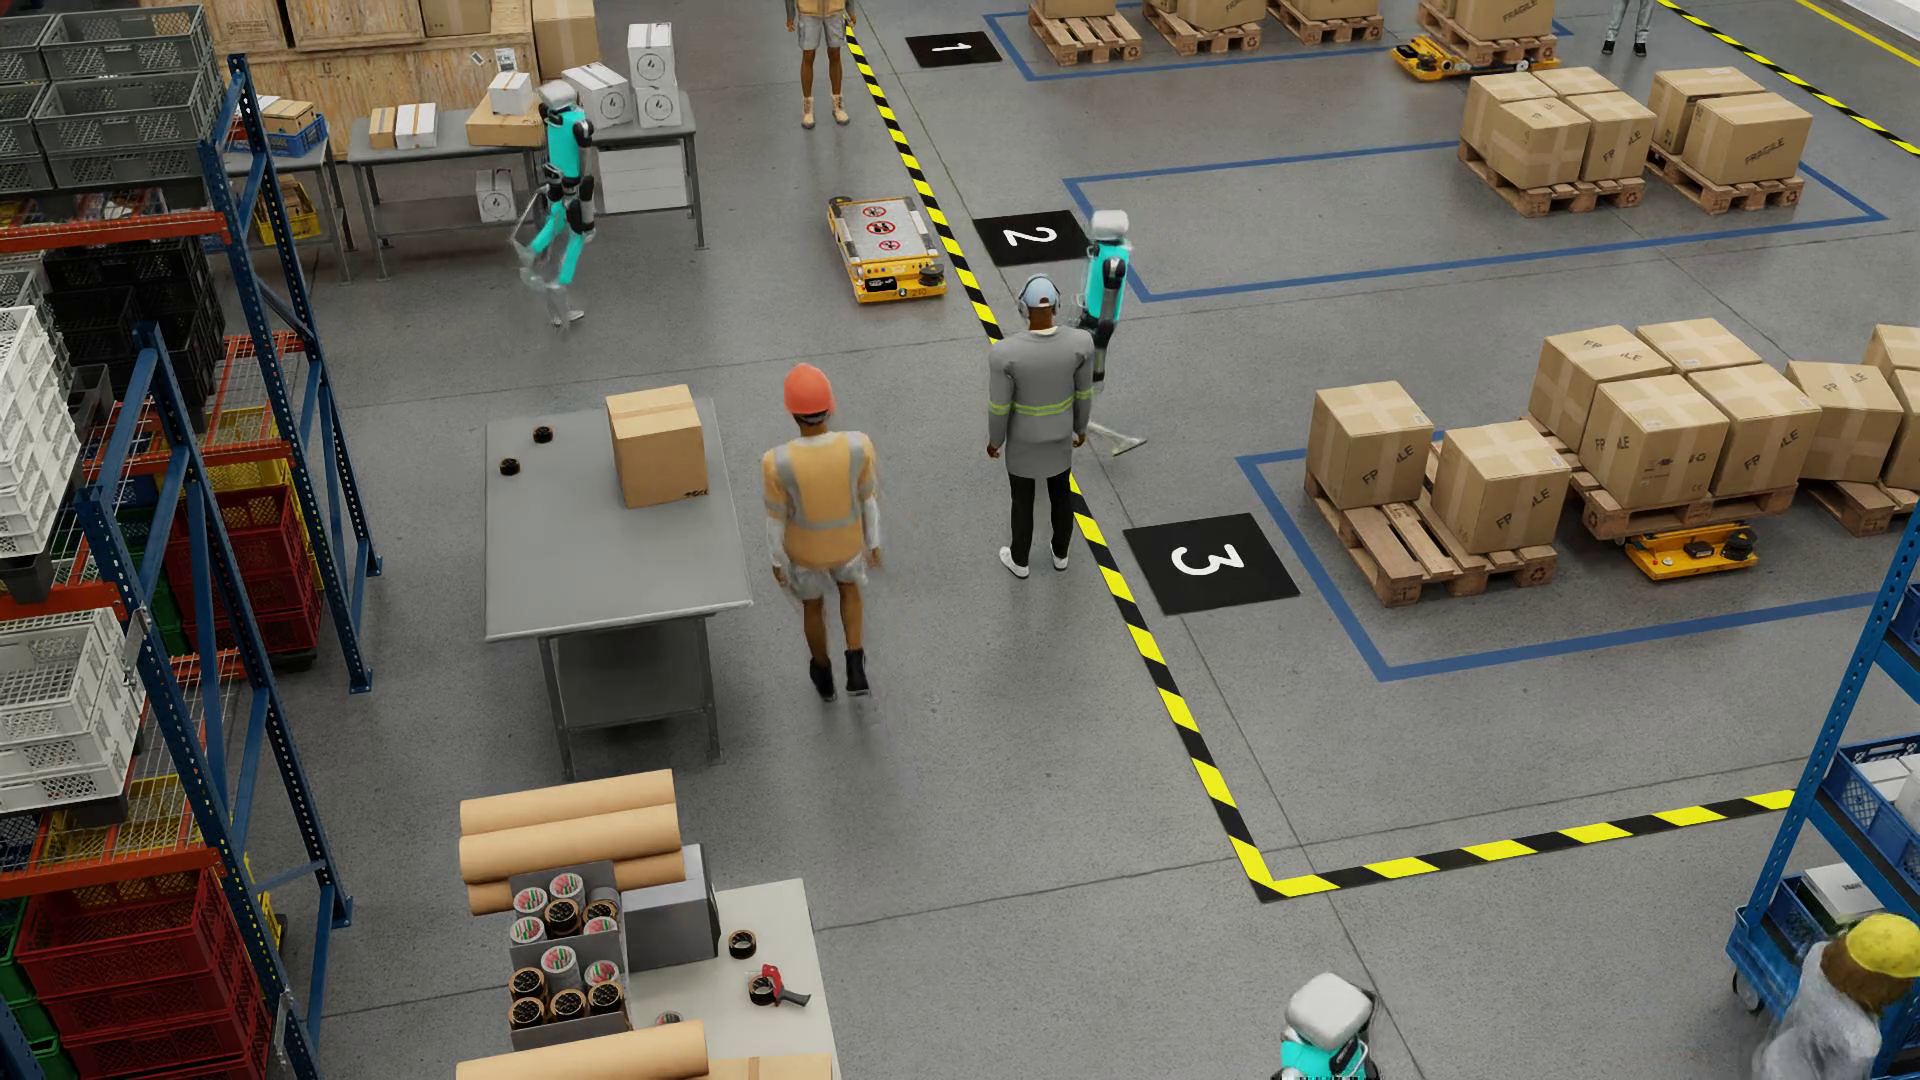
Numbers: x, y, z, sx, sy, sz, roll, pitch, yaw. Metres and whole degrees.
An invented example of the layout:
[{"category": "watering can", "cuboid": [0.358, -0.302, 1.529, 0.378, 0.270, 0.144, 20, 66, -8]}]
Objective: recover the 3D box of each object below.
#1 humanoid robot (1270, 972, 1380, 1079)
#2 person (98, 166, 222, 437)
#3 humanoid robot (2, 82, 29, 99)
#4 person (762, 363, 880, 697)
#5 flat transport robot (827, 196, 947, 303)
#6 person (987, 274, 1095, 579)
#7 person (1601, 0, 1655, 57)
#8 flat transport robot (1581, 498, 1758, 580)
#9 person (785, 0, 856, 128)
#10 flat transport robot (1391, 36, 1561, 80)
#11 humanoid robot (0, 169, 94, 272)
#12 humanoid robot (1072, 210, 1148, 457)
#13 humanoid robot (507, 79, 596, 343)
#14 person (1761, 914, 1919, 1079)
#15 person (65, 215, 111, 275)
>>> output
[{"category": "humanoid robot", "cuboid": [1.437, 2.215, 5.384, 0.996, 1.740, 0.561, 25, 43, 29]}, {"category": "person", "cuboid": [-4.950, -1.474, 10.226, 0.506, 1.838, 0.336, 26, 44, 30]}, {"category": "humanoid robot", "cuboid": [-7.278, -3.498, 12.909, 0.735, 1.681, 0.533, -18, 40, -23]}, {"category": "person", "cuboid": [-0.667, 0.012, 8.149, 0.569, 1.920, 0.472, -9, 38, -12]}, {"category": "flat transport robot", "cuboid": [-0.570, -2.220, 12.538, 0.659, 0.231, 1.431, -8, 37, -10]}, {"category": "person", "cuboid": [0.421, -0.610, 9.049, 0.588, 1.849, 0.394, -9, 38, -12]}, {"category": "person", "cuboid": [6.444, -5.466, 15.586, 0.589, 1.837, 0.404, 8, 37, 10]}, {"category": "flat transport robot", "cuboid": [4.062, -0.294, 9.926, 0.652, 0.197, 1.431, -8, 37, -10]}, {"category": "person", "cuboid": [-1.181, -4.521, 14.147, 0.613, 2.039, 0.380, -8, 37, -11]}, {"category": "flat transport robot", "cuboid": [4.888, -4.618, 15.738, 1.431, 0.197, 0.652, -8, 37, -10]}, {"category": "humanoid robot", "cuboid": [-5.761, -1.626, 10.588, 0.724, 1.632, 0.616, -28, 45, -33]}, {"category": "humanoid robot", "cuboid": [0.658, -1.121, 9.819, 1.003, 1.719, 0.546, -1, 37, -1]}, {"category": "humanoid robot", "cuboid": [-2.784, -2.115, 11.262, 0.722, 1.907, 0.545, -29, 45, -33]}, {"category": "person", "cuboid": [2.921, 1.897, 5.780, 0.429, 1.732, 0.486, 3, 37, 4]}, {"category": "person", "cuboid": [-6.058, -2.107, 11.175, 0.933, 1.700, 0.530, -17, 40, -21]}]
